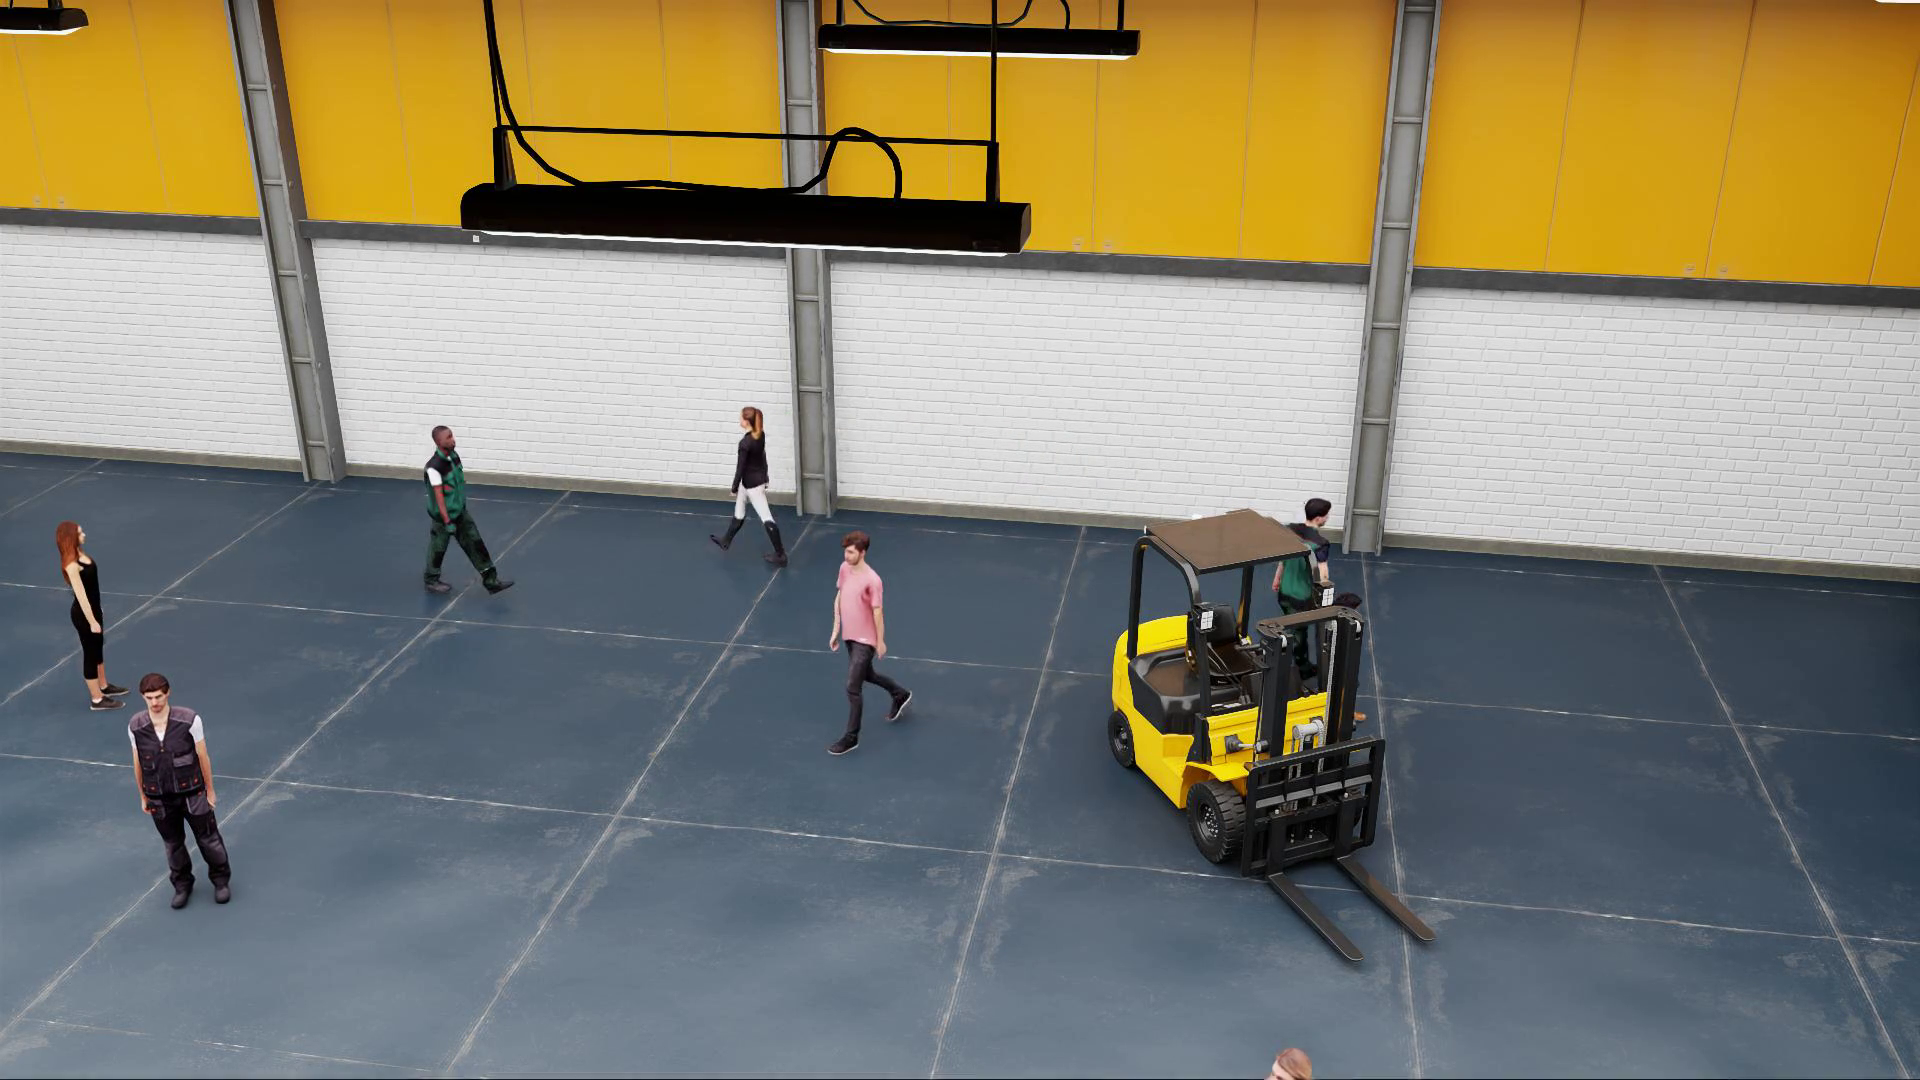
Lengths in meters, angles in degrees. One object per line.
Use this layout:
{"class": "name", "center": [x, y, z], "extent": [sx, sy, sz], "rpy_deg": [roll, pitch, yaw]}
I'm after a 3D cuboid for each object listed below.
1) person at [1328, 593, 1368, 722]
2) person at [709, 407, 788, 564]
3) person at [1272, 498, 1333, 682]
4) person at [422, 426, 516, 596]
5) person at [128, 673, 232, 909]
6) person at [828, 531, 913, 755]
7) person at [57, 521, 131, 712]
{"class": "person", "center": [3.208, 1.014, 14.197], "extent": [0.664, 1.212, 0.590], "rpy_deg": [13, 27, 26]}
{"class": "person", "center": [-2.036, -0.512, 17.102], "extent": [1.173, 1.681, 0.696], "rpy_deg": [8, 25, 17]}
{"class": "person", "center": [2.887, 0.531, 14.495], "extent": [1.285, 1.858, 1.175], "rpy_deg": [-12, 26, -26]}
{"class": "person", "center": [-5.110, -0.241, 16.363], "extent": [1.178, 1.776, 0.708], "rpy_deg": [5, 24, 11]}
{"class": "person", "center": [-5.510, 1.752, 11.719], "extent": [0.655, 1.846, 0.787], "rpy_deg": [-5, 24, -12]}
{"class": "person", "center": [-0.741, 0.791, 13.816], "extent": [1.176, 1.925, 1.172], "rpy_deg": [-18, 30, -36]}
{"class": "person", "center": [-7.572, 0.643, 14.403], "extent": [0.650, 1.727, 0.646], "rpy_deg": [-7, 25, -16]}
